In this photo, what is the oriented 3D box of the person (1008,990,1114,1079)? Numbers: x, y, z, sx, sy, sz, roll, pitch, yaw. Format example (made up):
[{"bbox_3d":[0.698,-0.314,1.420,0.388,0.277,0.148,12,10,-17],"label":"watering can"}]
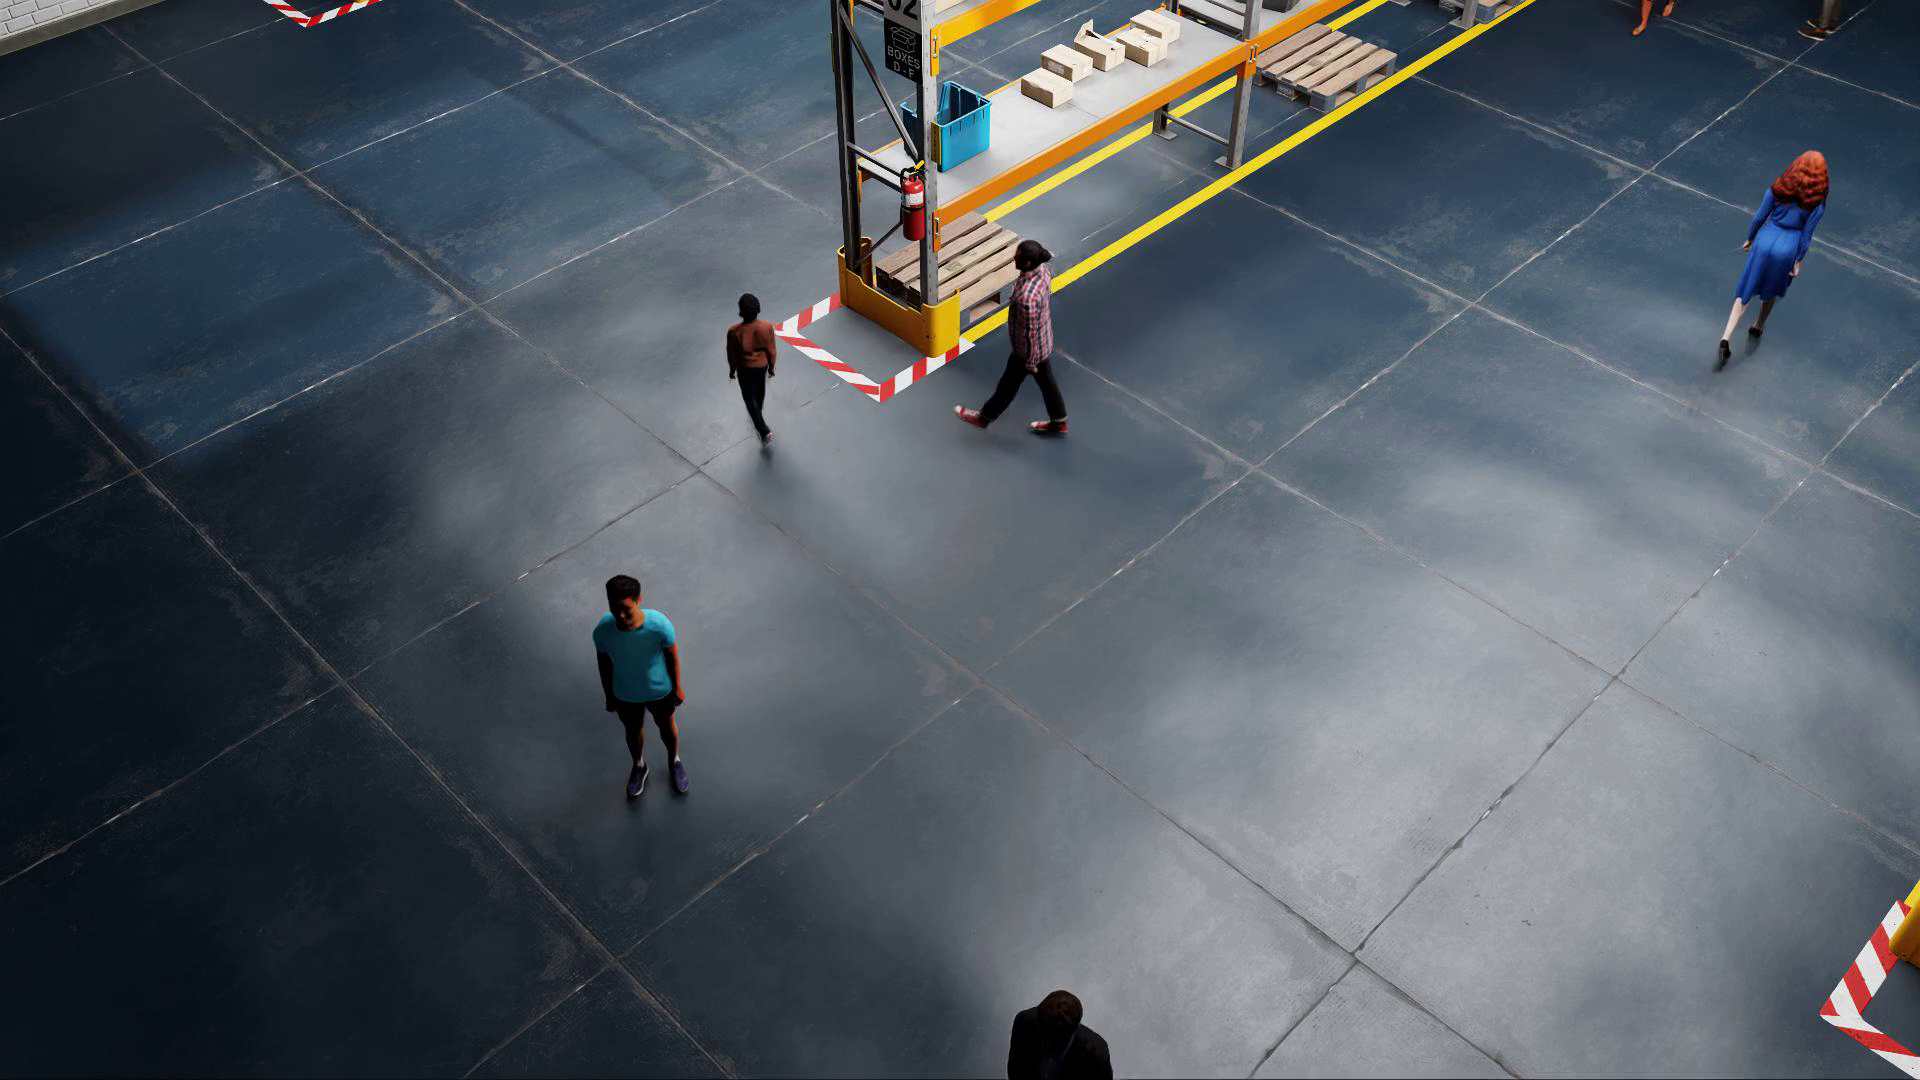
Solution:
[{"bbox_3d":[0.491,2.631,7.908,0.908,1.859,1.125,20,47,19],"label":"person"}]

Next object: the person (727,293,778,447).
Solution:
[{"bbox_3d":[-1.540,-1.274,12.455,0.868,1.241,0.769,-17,46,-17],"label":"person"}]

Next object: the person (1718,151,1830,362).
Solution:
[{"bbox_3d":[6.306,-2.176,12.994,0.657,1.804,0.953,30,51,28],"label":"person"}]

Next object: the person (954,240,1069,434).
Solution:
[{"bbox_3d":[0.591,-1.445,12.279,1.095,1.731,1.163,11,45,11],"label":"person"}]

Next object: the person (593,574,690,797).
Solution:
[{"bbox_3d":[-1.876,0.857,9.832,0.657,1.773,0.743,-4,44,-4],"label":"person"}]

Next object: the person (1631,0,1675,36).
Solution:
[{"bbox_3d":[7.355,-6.065,17.198,0.677,1.636,0.844,31,52,28],"label":"person"}]
